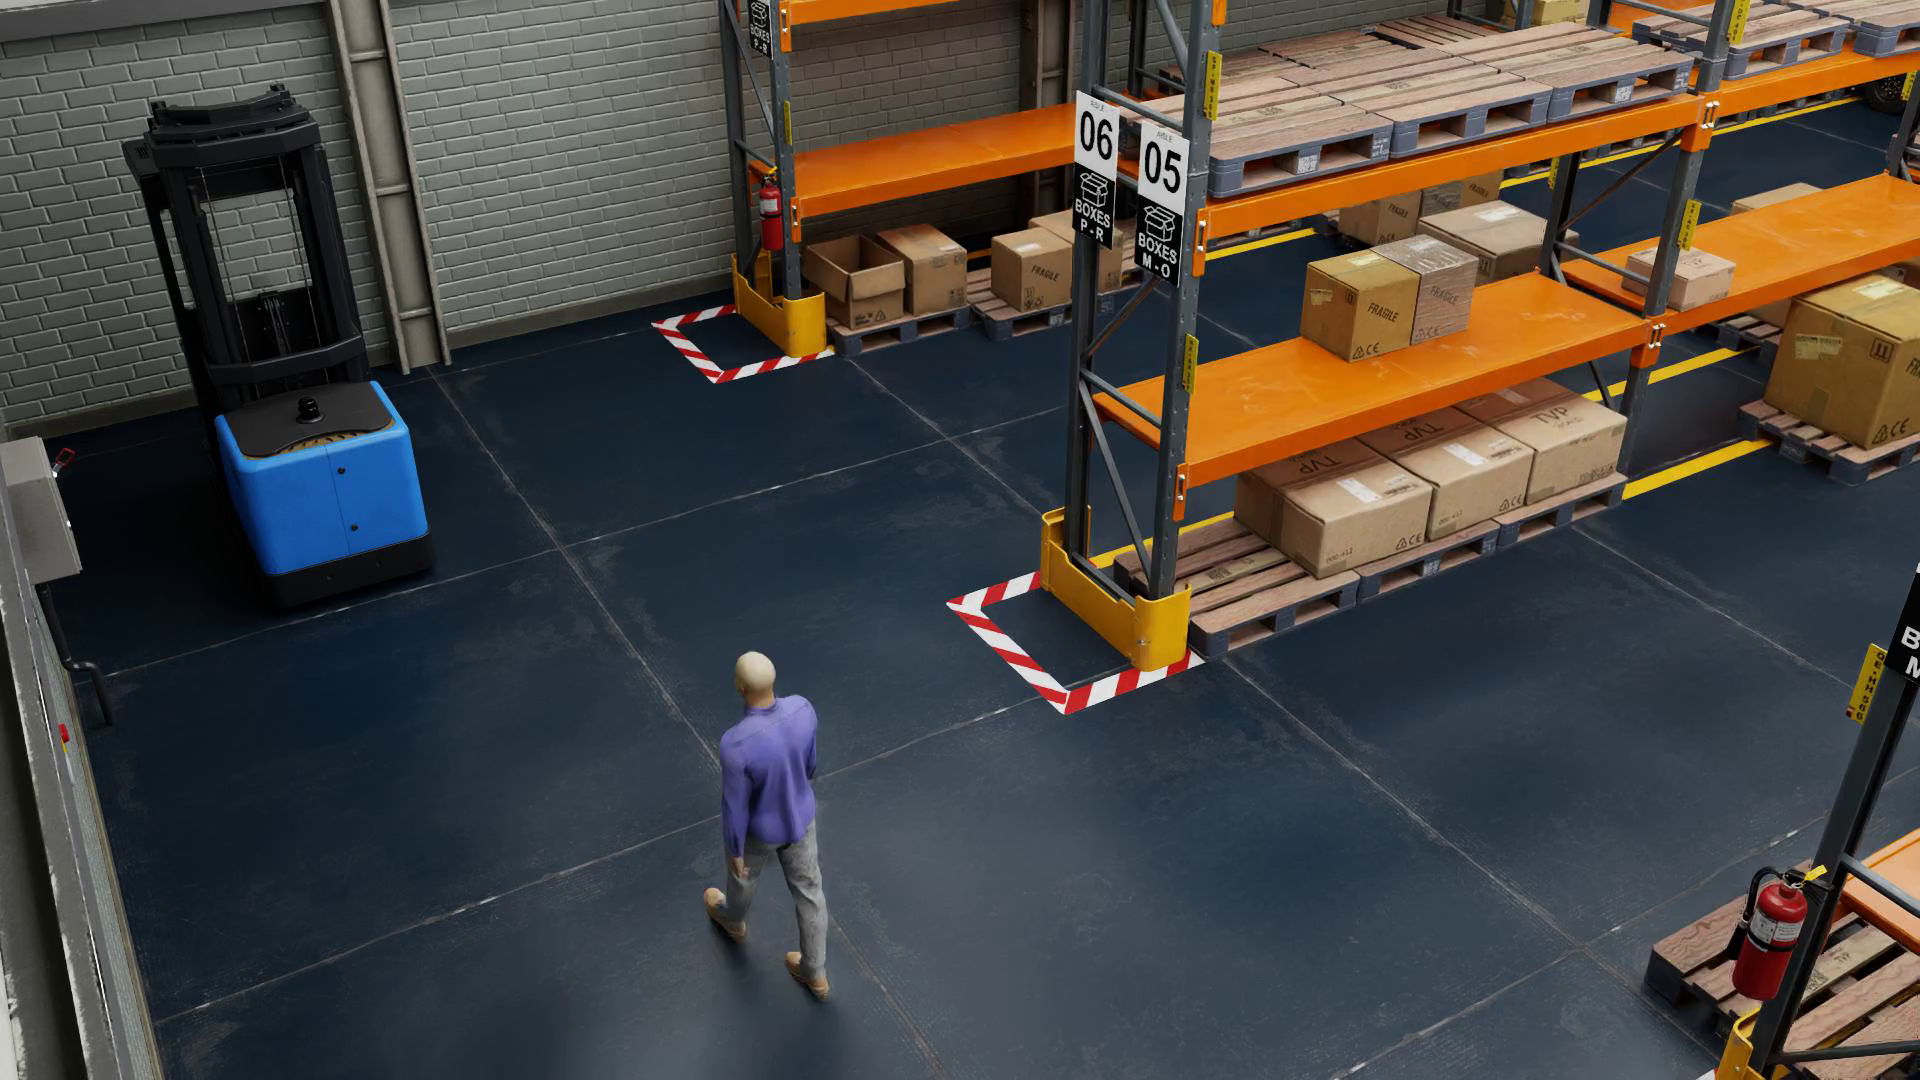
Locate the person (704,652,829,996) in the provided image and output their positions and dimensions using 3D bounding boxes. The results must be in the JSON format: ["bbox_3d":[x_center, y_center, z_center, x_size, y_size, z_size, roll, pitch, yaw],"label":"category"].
[{"bbox_3d":[-0.900,1.216,7.555,0.584,1.759,0.910,-21,38,-31],"label":"person"}]

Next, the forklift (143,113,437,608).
[{"bbox_3d":[-4.289,-1.259,10.509,1.129,2.768,1.873,-17,36,-26],"label":"forklift"}]

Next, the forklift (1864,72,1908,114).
[{"bbox_3d":[11.468,-5.645,18.244,1.214,2.155,2.313,-17,36,-26],"label":"forklift"}]
